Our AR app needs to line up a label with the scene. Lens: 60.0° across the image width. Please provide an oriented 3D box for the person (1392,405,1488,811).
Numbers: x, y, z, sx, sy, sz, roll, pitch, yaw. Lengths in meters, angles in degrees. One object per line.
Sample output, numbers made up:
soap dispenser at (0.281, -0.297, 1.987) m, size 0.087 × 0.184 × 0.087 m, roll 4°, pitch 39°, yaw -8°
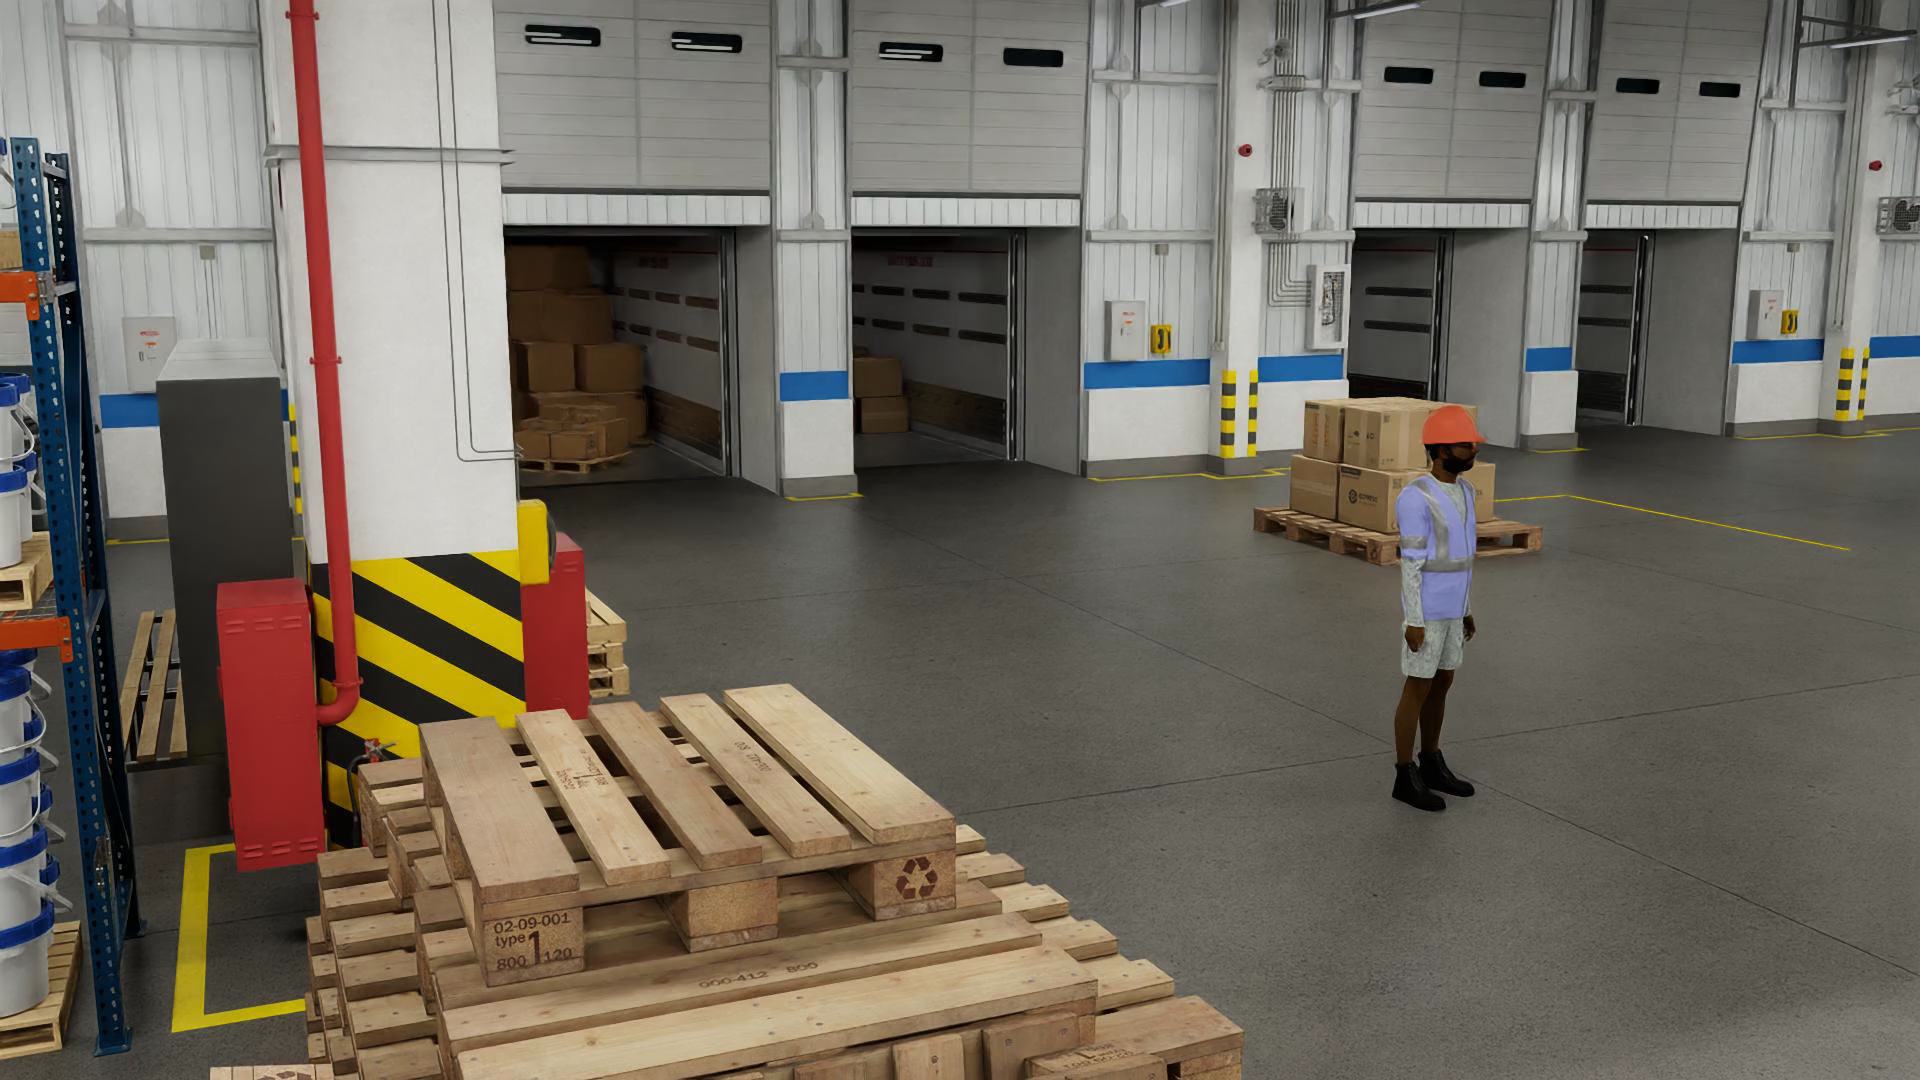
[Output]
person at (2.314, 0.319, 8.018) m, size 0.545 × 1.943 × 0.347 m, roll -10°, pitch 14°, yaw -44°
